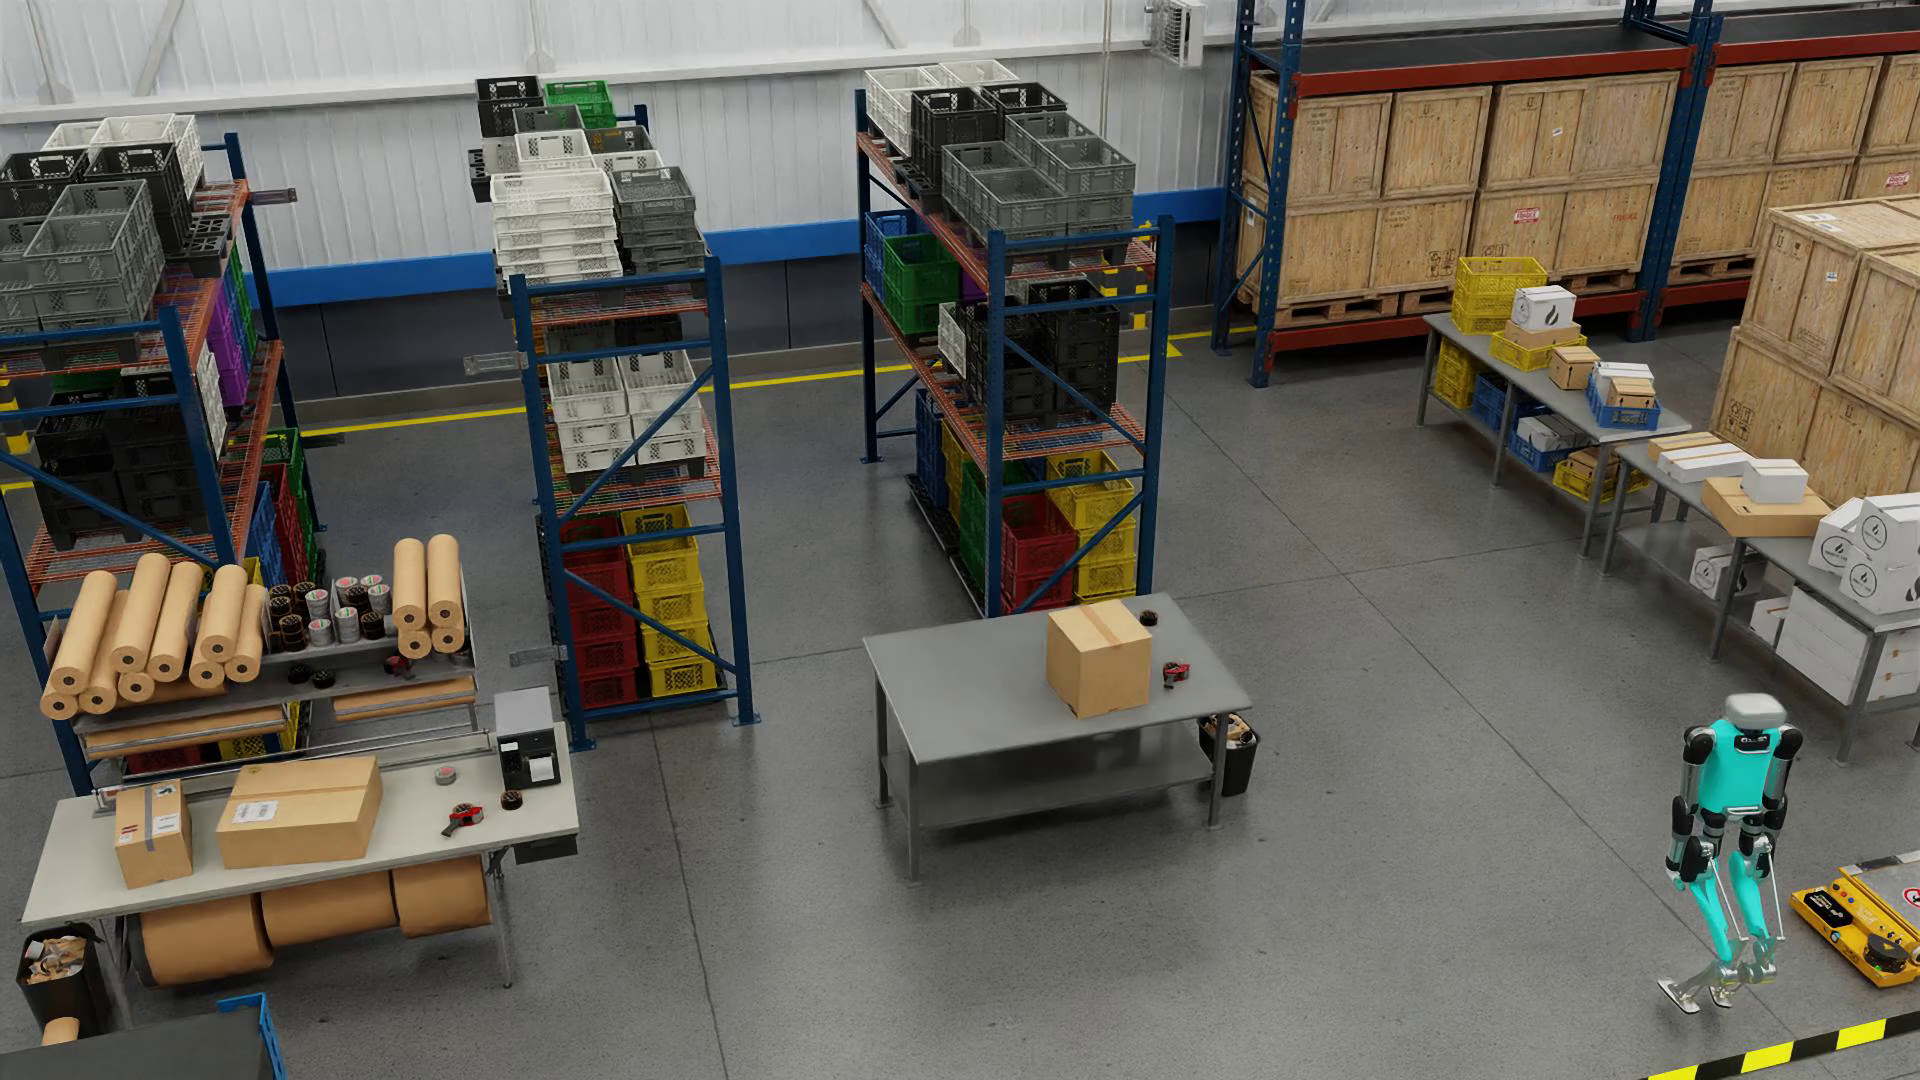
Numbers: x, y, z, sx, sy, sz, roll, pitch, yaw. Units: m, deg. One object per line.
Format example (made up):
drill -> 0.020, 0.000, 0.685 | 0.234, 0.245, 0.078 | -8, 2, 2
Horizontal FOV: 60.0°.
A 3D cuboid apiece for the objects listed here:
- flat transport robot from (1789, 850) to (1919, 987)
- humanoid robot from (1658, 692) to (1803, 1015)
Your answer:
flat transport robot -> 5.163, 1.916, 8.676 | 1.431, 0.231, 0.659 | -8, 30, -14
humanoid robot -> 3.606, 1.550, 7.684 | 0.533, 1.671, 0.735 | -2, 29, -4
